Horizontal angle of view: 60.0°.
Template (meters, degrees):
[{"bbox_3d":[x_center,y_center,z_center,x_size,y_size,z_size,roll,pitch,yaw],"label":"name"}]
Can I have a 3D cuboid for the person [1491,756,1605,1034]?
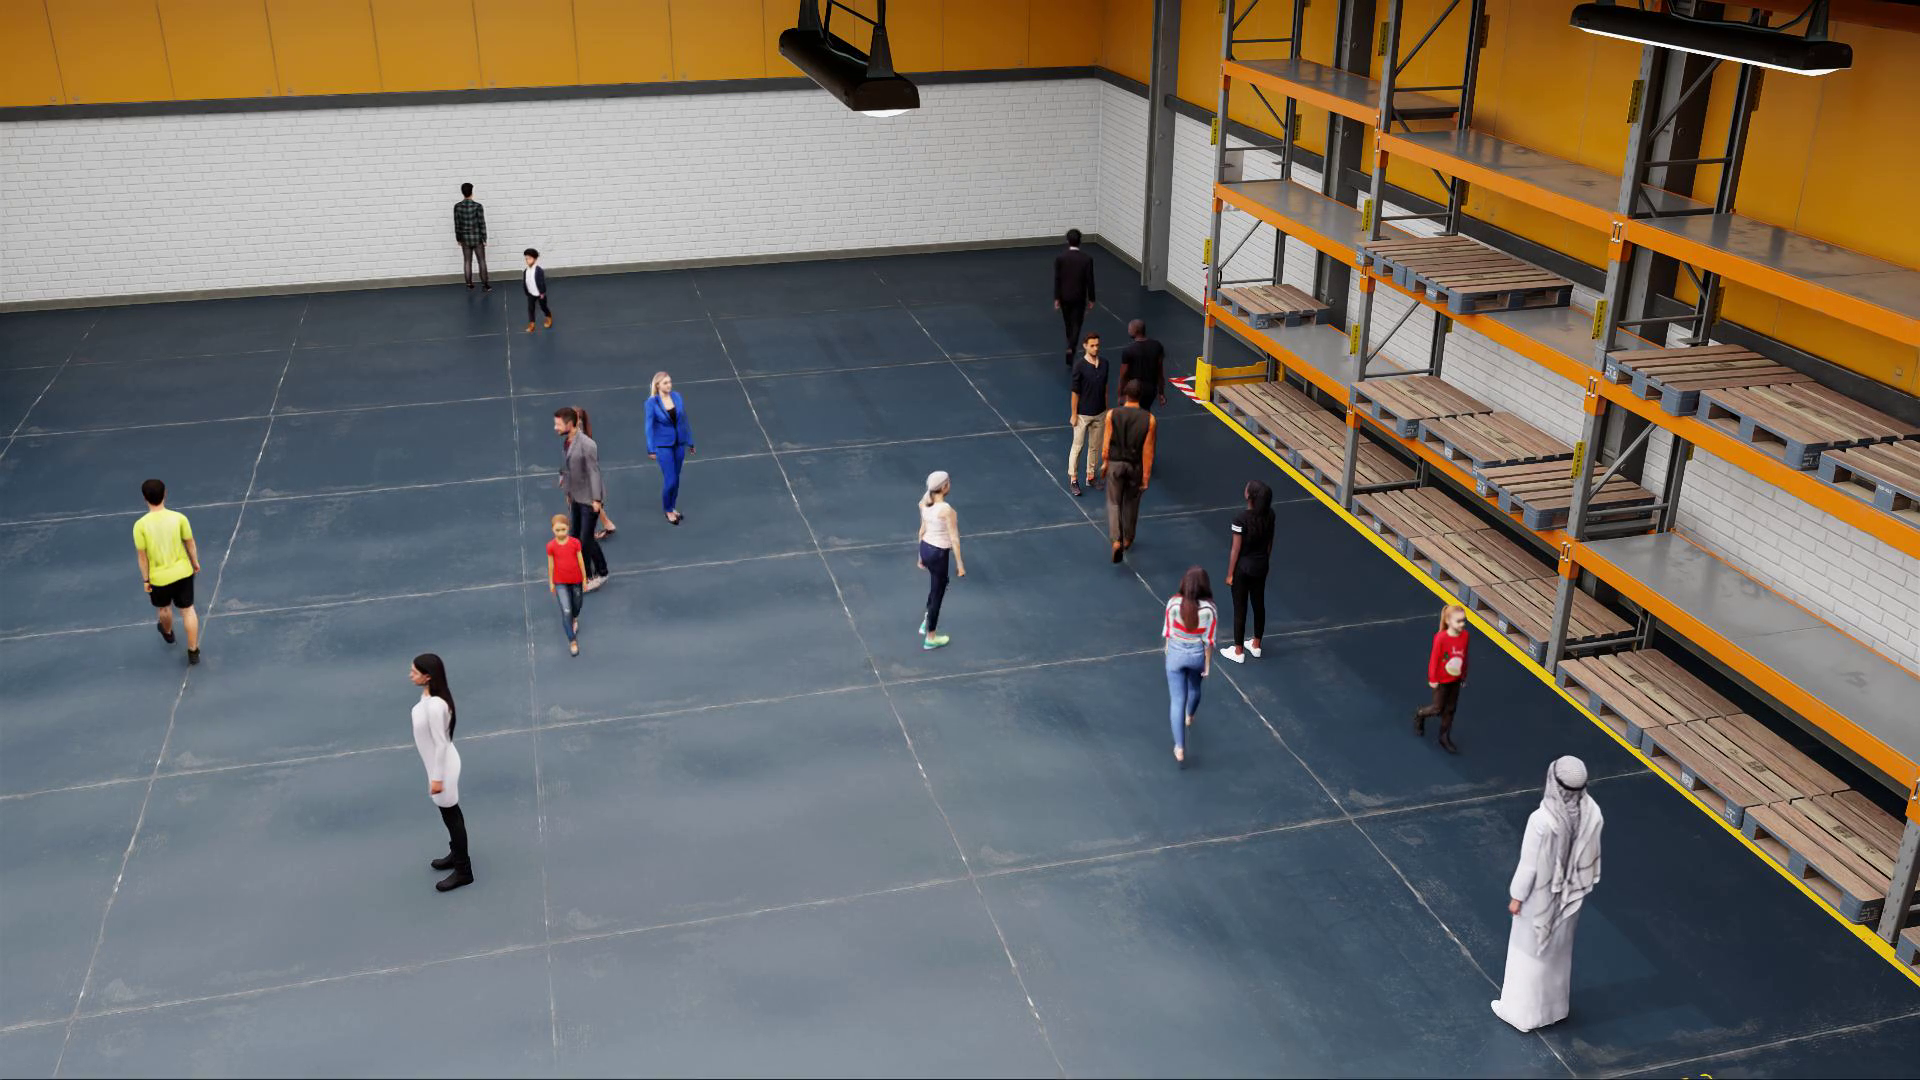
[{"bbox_3d":[3.630,2.172,10.220,0.681,1.927,0.638,-8,25,-17],"label":"person"}]

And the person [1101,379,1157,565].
[{"bbox_3d":[1.663,-0.668,16.771,0.985,1.883,1.274,3,24,6],"label":"person"}]

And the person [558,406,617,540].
[{"bbox_3d":[-3.858,-0.647,17.182,1.078,1.514,0.990,21,31,39],"label":"person"}]

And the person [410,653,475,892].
[{"bbox_3d":[-3.628,1.601,11.673,0.681,1.809,0.494,-8,25,-18],"label":"person"}]

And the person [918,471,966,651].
[{"bbox_3d":[-0.281,0.209,15.005,0.762,1.690,0.651,-16,28,-32],"label":"person"}]

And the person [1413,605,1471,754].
[{"bbox_3d":[3.921,1.094,13.504,0.537,1.272,0.686,-10,25,-21],"label":"person"}]

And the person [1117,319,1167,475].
[{"bbox_3d":[2.114,-1.608,19.062,0.768,1.770,1.142,-7,25,-16],"label":"person"}]

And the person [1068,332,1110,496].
[{"bbox_3d":[1.443,-1.433,18.553,0.700,1.856,0.616,-12,27,-26],"label":"person"}]

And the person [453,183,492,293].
[{"bbox_3d":[-7.705,-4.764,26.174,0.705,1.708,0.605,0,24,-1],"label":"person"}]

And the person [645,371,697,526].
[{"bbox_3d":[-3.167,-1.009,17.797,0.791,1.685,0.757,20,31,39],"label":"person"}]

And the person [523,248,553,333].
[{"bbox_3d":[-6.226,-3.703,24.553,0.755,1.210,0.907,6,24,14],"label":"person"}]

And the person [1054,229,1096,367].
[{"bbox_3d":[1.538,-3.305,22.838,1.062,1.855,1.288,5,24,10],"label":"person"}]

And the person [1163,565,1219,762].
[{"bbox_3d":[1.815,1.004,13.340,0.854,1.566,1.179,3,24,6],"label":"person"}]

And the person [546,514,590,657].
[{"bbox_3d":[-3.573,0.358,15.167,0.514,1.286,0.866,-8,25,-17],"label":"person"}]

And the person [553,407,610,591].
[{"bbox_3d":[-3.639,-0.409,16.213,0.913,1.856,0.806,-17,29,-34],"label":"person"}]

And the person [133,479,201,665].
[{"bbox_3d":[-7.004,0.315,14.780,0.810,1.675,1.073,-13,27,-28],"label":"person"}]

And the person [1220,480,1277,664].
[{"bbox_3d":[2.586,0.262,14.835,0.667,1.729,0.660,-13,27,-27],"label":"person"}]
